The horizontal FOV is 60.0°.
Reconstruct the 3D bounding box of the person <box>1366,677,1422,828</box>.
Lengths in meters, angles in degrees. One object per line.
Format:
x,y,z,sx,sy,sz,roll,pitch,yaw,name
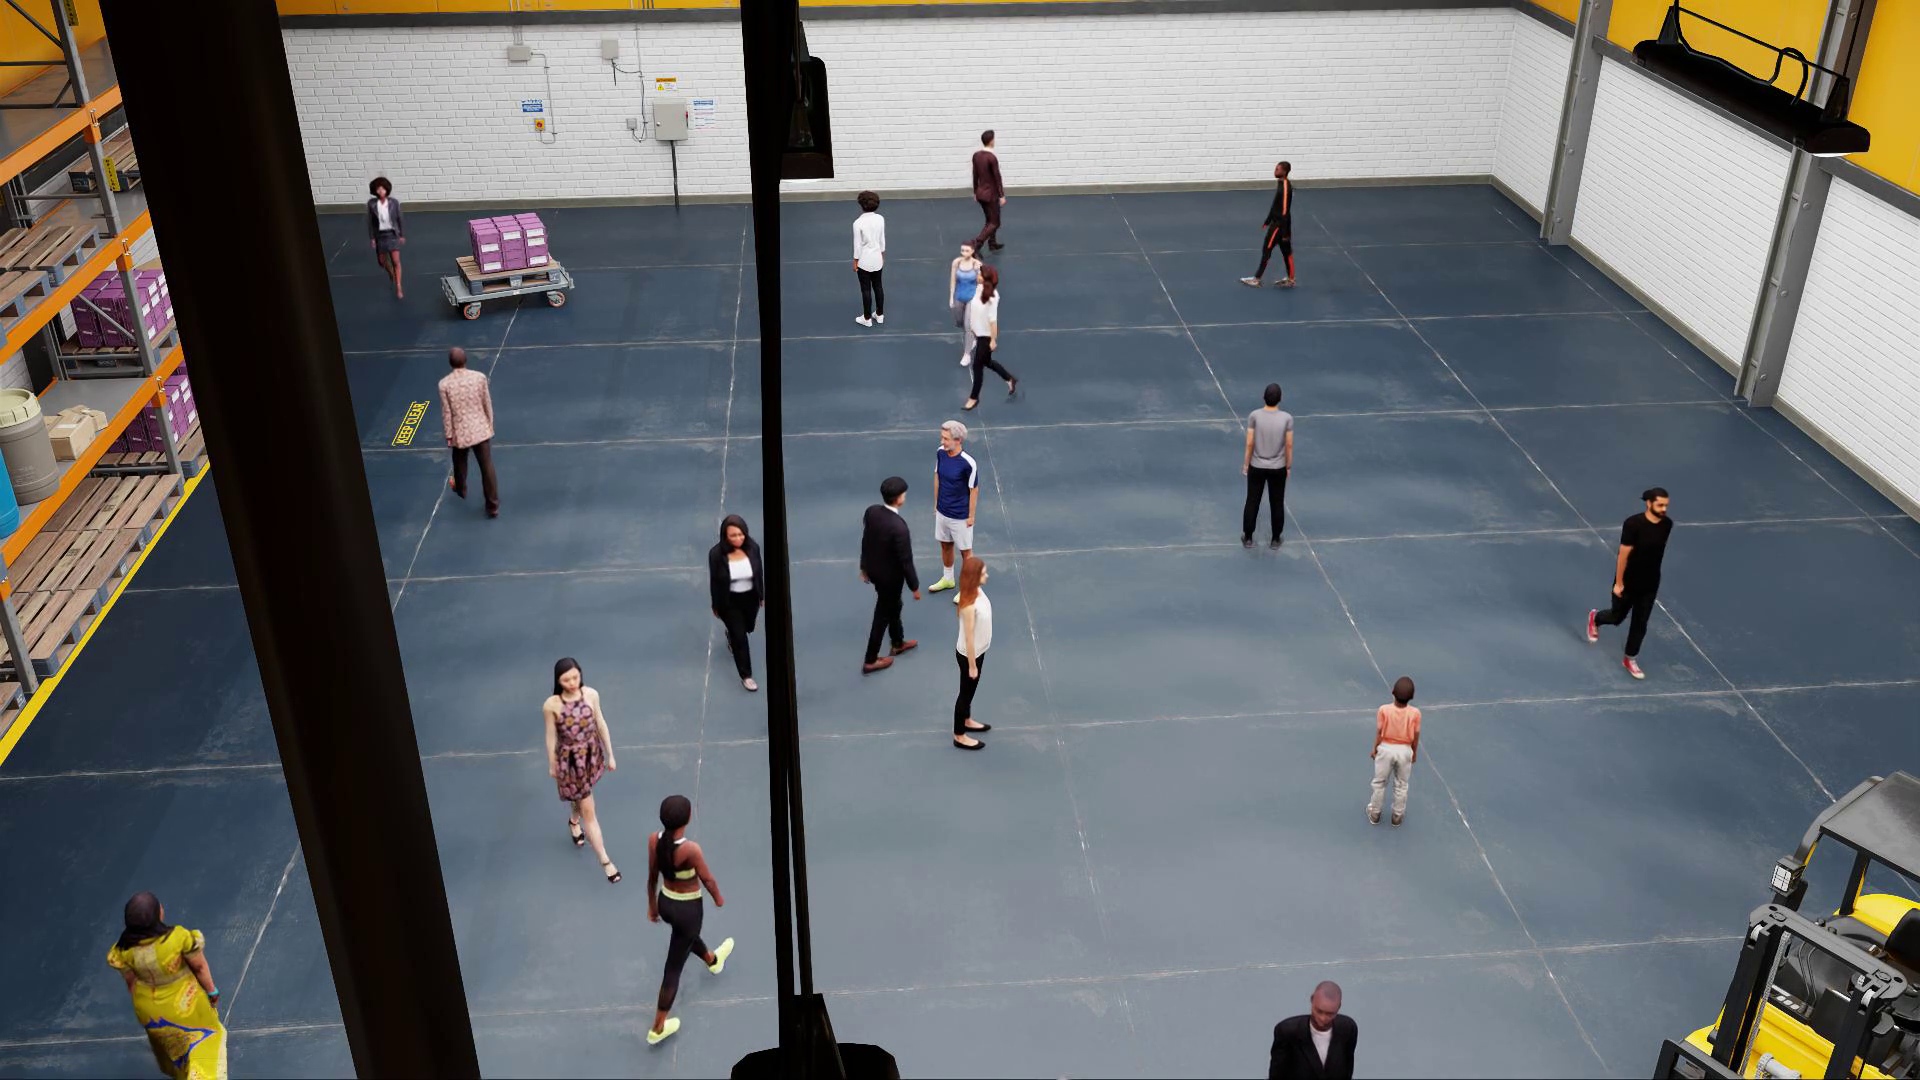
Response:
3.298,1.599,12.608,0.534,1.311,0.549,6,29,11,person

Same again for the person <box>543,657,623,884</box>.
-2.817,1.595,12.178,0.989,1.729,1.208,-19,34,-31,person

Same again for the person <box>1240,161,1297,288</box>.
4.535,-4.345,23.021,0.851,1.775,1.019,5,29,9,person

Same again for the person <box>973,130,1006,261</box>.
0.397,-4.988,24.122,1.088,1.850,1.104,-22,36,-34,person

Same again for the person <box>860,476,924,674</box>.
-0.718,0.341,14.350,1.016,1.851,0.974,-18,34,-30,person

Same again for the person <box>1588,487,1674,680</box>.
5.859,0.310,14.519,0.685,1.744,0.990,-6,29,-10,person

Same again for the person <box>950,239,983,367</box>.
0.107,-3.013,20.775,0.847,1.588,1.044,12,31,20,person

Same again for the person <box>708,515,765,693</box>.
-1.945,0.481,14.360,0.923,1.596,1.121,-16,33,-27,person

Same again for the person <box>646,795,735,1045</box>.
-1.835,2.460,10.628,1.044,1.697,1.211,16,33,27,person

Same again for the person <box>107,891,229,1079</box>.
-4.736,2.841,9.993,0.768,1.636,1.060,-6,29,-10,person

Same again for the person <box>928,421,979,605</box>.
-0.044,-0.285,15.514,0.695,1.836,0.766,24,36,36,person

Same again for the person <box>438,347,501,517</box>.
-4.985,-1.068,17.016,1.011,1.772,1.203,-17,33,-28,person

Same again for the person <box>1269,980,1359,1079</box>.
1.943,3.133,9.325,0.642,1.762,0.552,-3,29,-6,person

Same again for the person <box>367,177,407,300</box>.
-7.831,-4.147,22.754,0.685,1.682,0.852,-7,29,-12,person

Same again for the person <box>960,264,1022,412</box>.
0.380,-2.368,19.403,0.901,1.769,1.061,-13,31,-22,person

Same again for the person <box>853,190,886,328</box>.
-1.181,-3.699,21.801,0.728,1.810,0.750,-19,34,-31,person

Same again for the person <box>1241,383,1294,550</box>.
3.036,-0.733,16.421,0.672,1.754,0.631,5,29,9,person

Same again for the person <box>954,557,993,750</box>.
0.079,0.900,13.463,0.667,1.719,0.519,4,29,7,person
